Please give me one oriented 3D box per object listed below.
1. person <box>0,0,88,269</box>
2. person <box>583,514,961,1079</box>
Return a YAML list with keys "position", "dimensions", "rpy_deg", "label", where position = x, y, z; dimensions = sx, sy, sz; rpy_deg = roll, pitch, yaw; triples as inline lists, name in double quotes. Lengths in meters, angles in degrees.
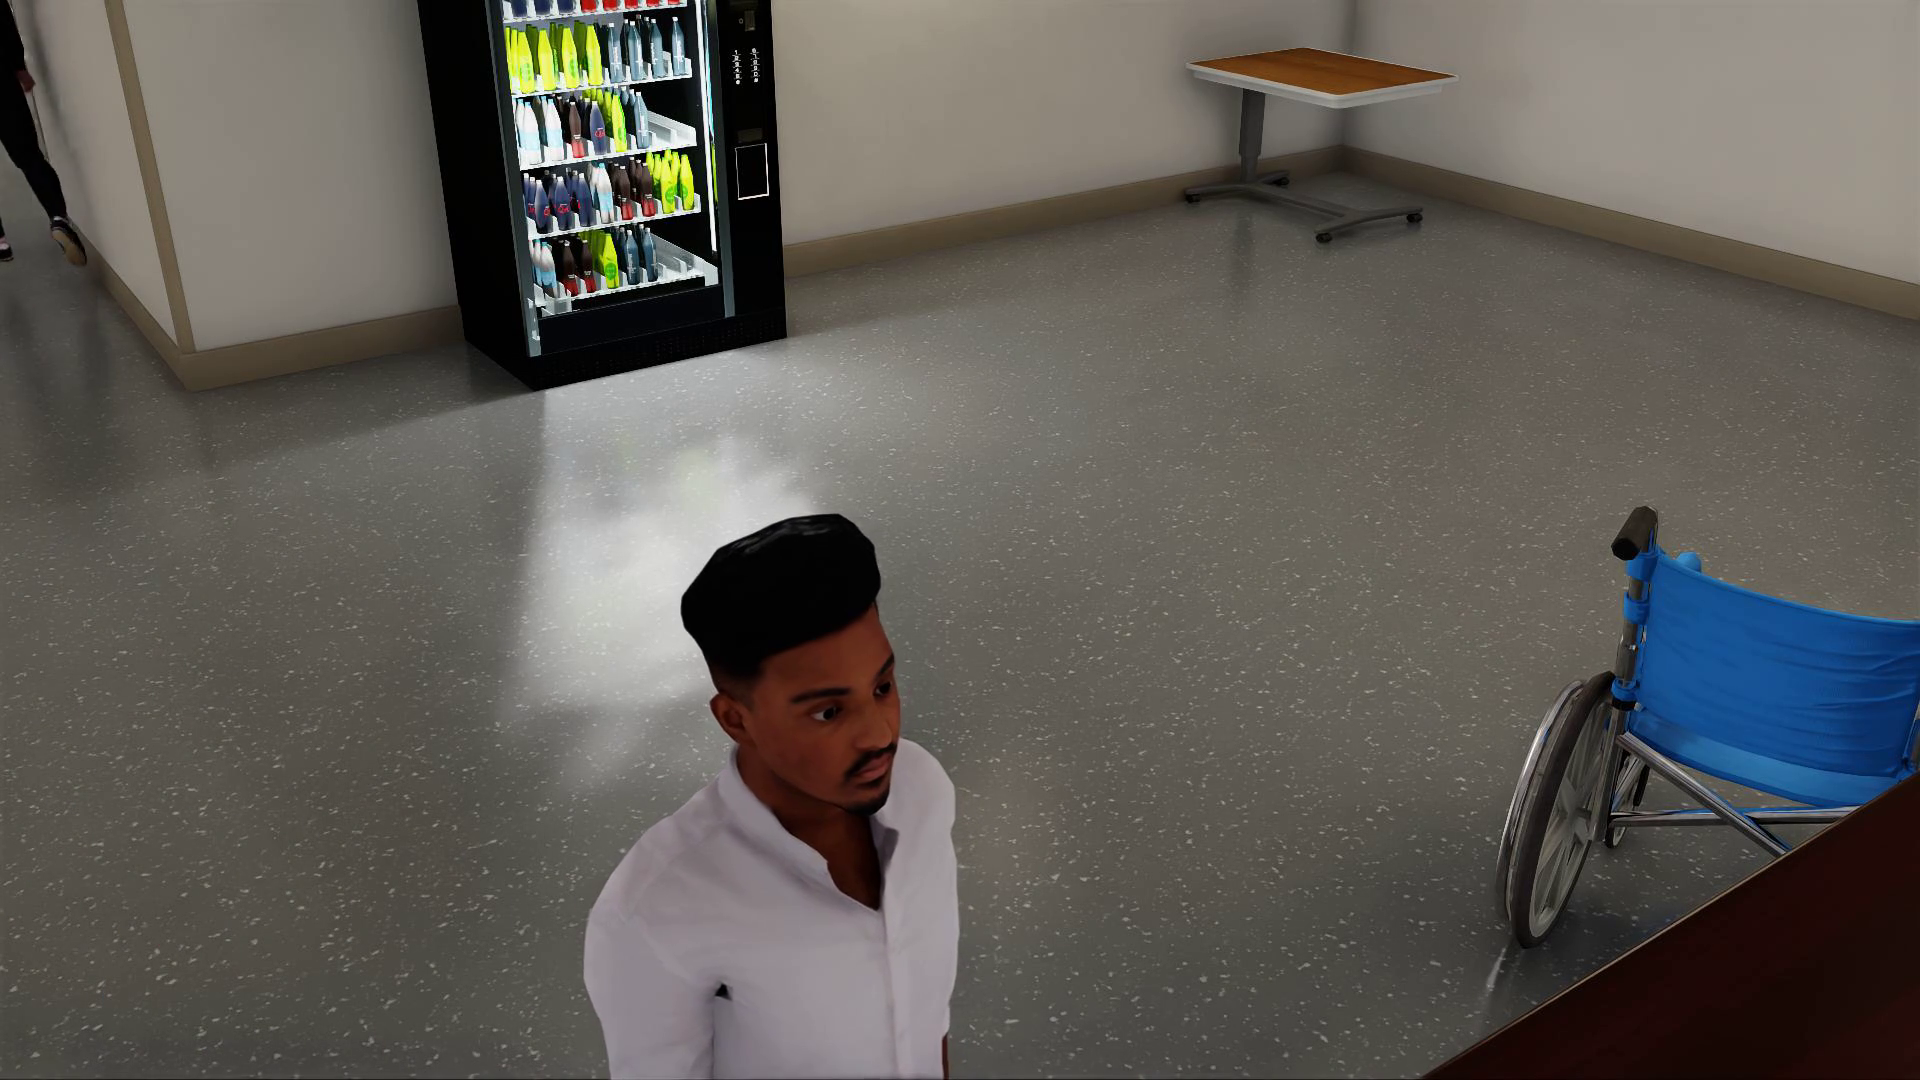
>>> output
- position: [-4.781, -2.186, 8.142]
  dimensions: [1.167, 1.800, 0.921]
  rpy_deg: [-23, 34, -39]
  label: "person"
- position: [-0.170, 0.793, 1.948]
  dimensions: [0.758, 1.816, 0.606]
  rpy_deg: [20, 32, 36]
  label: "person"
